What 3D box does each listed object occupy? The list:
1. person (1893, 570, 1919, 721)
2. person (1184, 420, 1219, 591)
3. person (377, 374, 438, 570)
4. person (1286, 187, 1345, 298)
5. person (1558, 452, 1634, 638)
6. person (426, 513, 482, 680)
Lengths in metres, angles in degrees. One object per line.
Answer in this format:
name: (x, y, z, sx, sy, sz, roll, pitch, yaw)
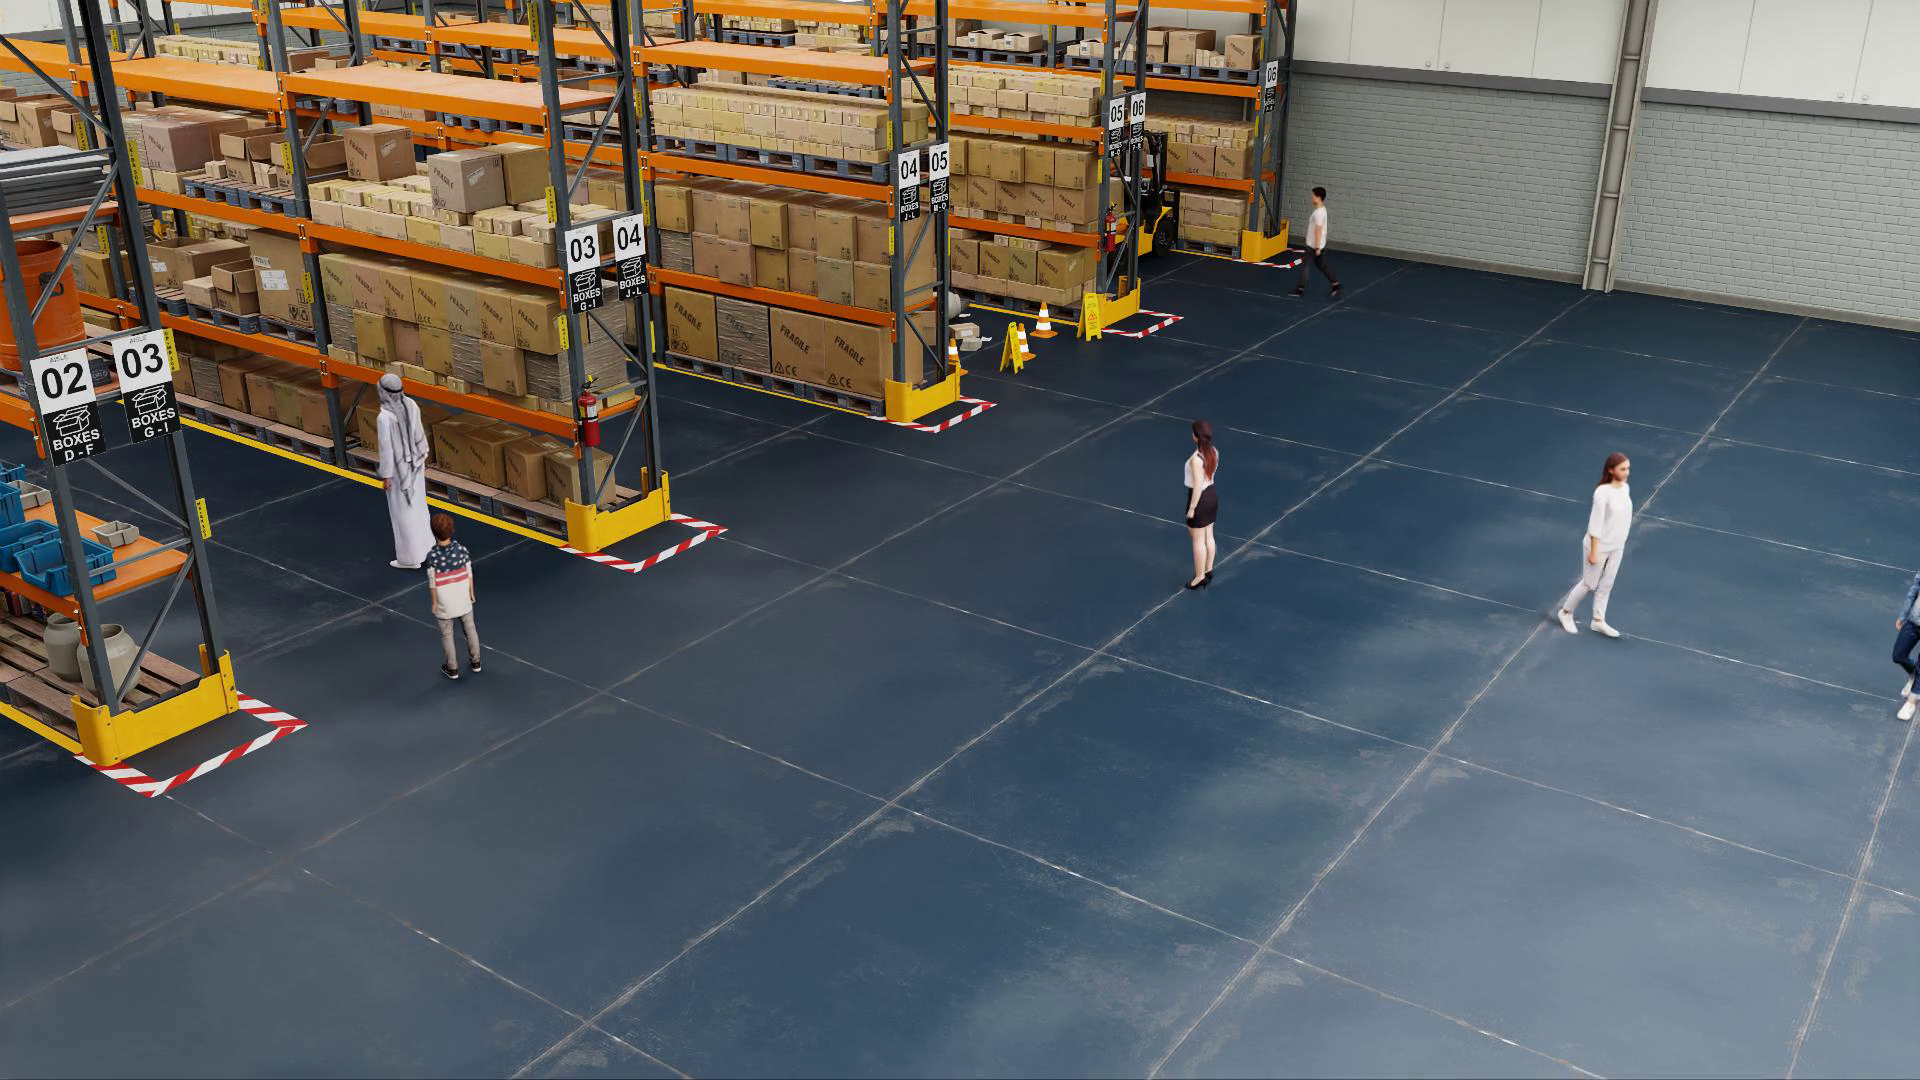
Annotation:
person: (7.740, 0.690, 13.276, 0.810, 1.470, 0.781, -14, 27, -30)
person: (2.243, -0.329, 15.443, 0.509, 1.649, 0.560, 14, 27, 30)
person: (-5.313, -0.666, 15.881, 0.724, 1.927, 0.743, 8, 24, 19)
person: (5.469, -4.478, 25.146, 1.154, 1.691, 0.838, 8, 24, 18)
person: (5.606, 0.012, 14.555, 0.737, 1.716, 0.836, -16, 28, -33)
person: (-4.243, 0.452, 13.876, 0.575, 1.439, 0.569, -15, 27, -31)
